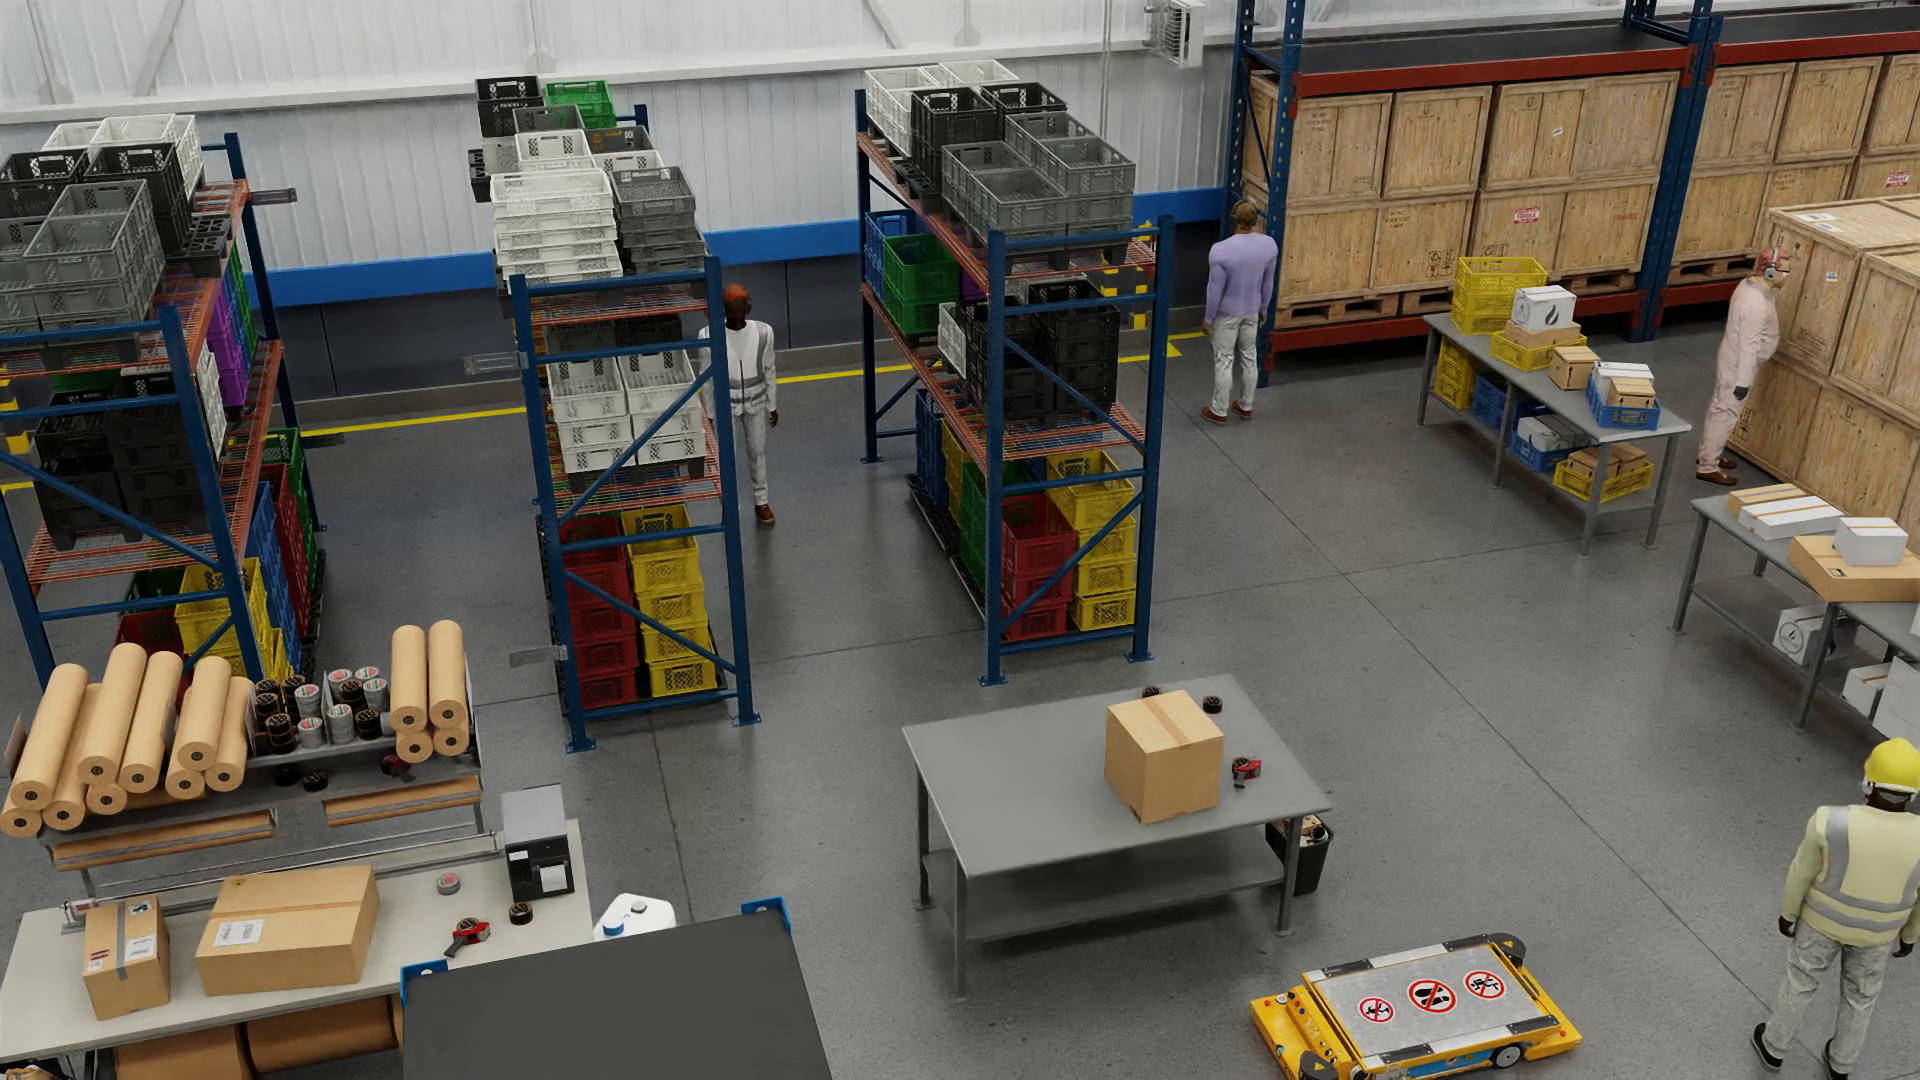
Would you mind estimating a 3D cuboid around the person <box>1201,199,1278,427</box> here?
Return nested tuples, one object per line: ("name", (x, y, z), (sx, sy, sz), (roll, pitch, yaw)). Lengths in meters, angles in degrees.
("person", (2.300, -1.889, 13.851), (0.637, 1.938, 0.357), (-12, 31, -21))

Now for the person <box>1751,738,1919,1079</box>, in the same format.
("person", (4.003, 1.682, 7.473), (0.595, 1.823, 0.403), (8, 30, 15))

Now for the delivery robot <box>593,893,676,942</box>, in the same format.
("delivery robot", (-1.658, 2.027, 8.058), (0.477, 0.478, 0.707), (8, 30, 14))

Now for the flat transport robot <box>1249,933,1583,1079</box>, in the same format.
("flat transport robot", (2.184, 2.282, 7.980), (1.431, 0.197, 0.652), (-8, 30, -14))

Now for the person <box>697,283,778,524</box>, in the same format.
("person", (-1.619, -0.980, 12.254), (0.576, 1.884, 0.355), (-9, 30, -17))

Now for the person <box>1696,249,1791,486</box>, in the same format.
("person", (6.096, -1.350, 12.921), (0.398, 1.900, 0.635), (9, 30, 16))
